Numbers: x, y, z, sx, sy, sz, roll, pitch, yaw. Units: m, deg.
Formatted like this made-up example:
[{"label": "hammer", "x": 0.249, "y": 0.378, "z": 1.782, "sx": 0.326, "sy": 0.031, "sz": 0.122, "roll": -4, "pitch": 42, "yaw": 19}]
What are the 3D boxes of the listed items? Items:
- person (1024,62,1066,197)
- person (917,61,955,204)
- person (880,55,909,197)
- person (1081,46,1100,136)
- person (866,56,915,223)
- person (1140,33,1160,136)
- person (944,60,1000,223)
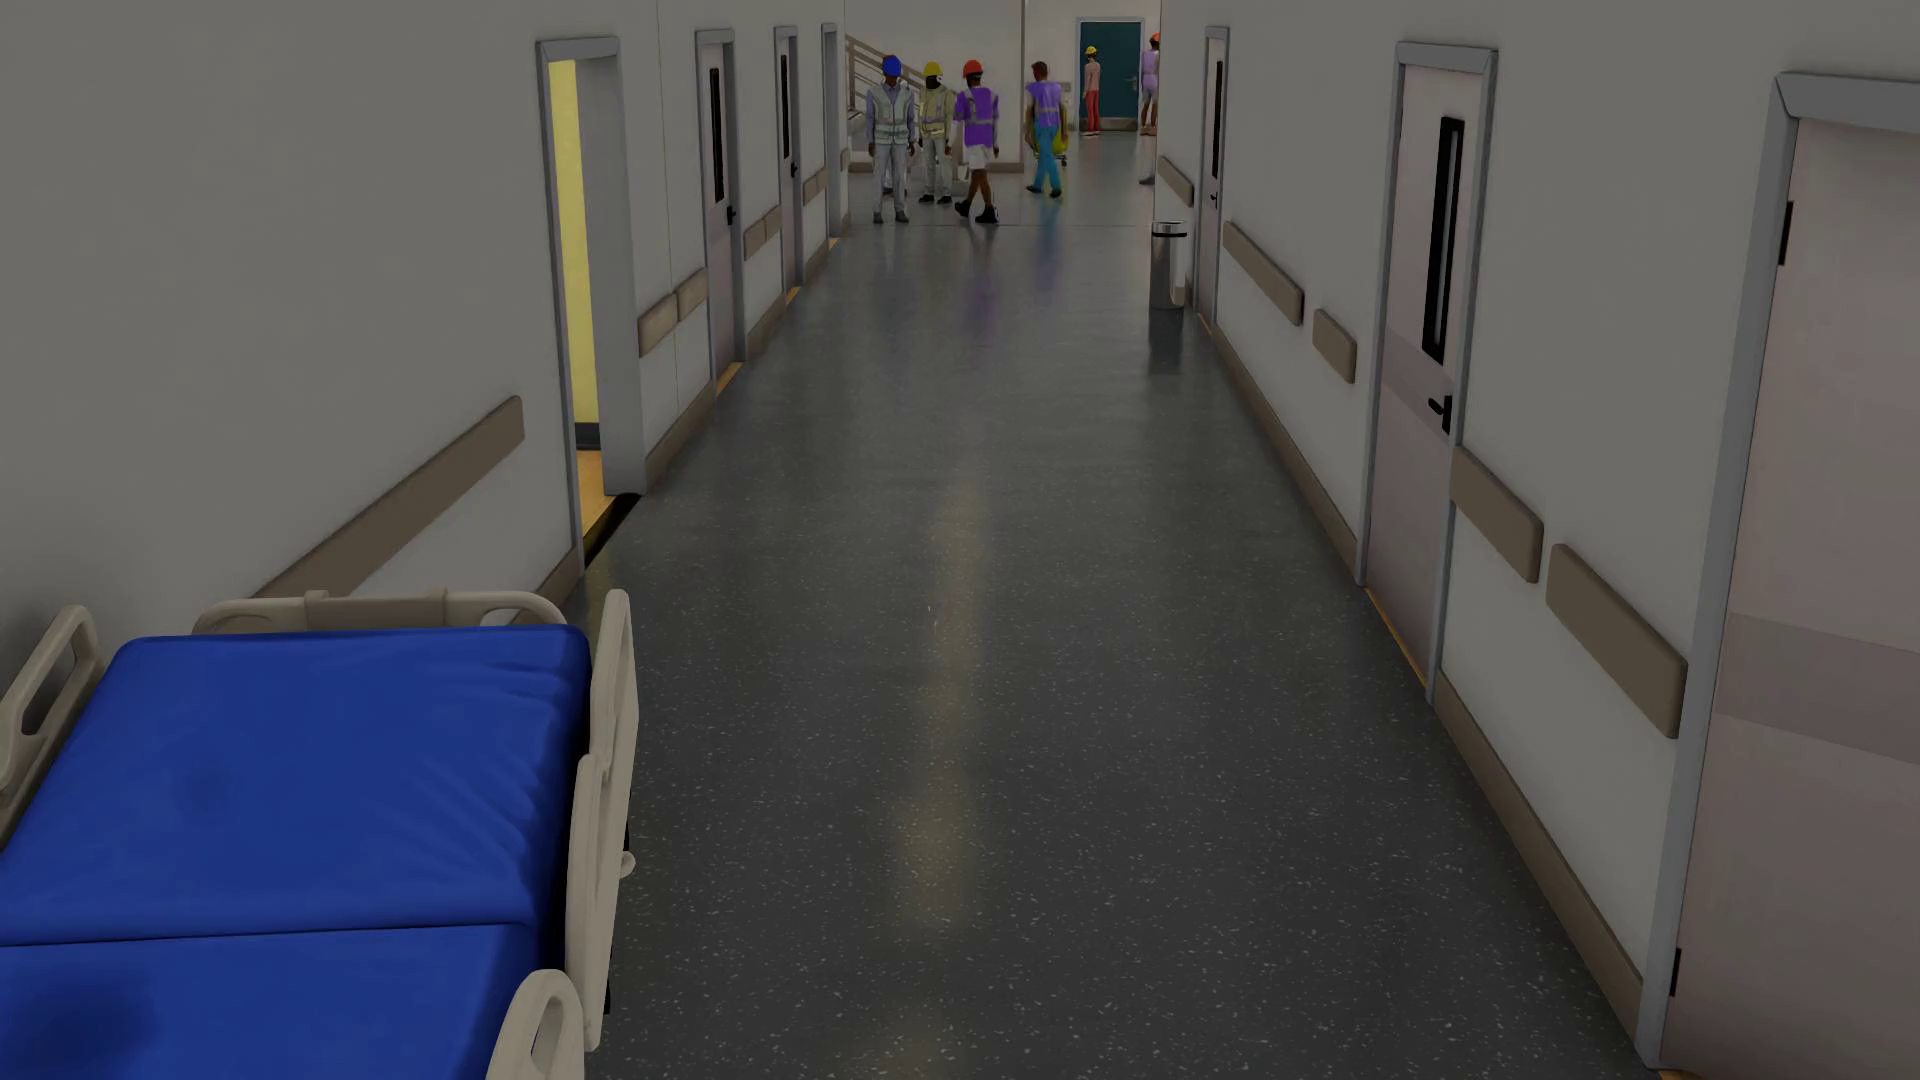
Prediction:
[{"label": "person", "x": 1.184, "y": -5.608, "z": 22.734, "sx": 0.561, "sy": 1.792, "sz": 0.943, "roll": -12, "pitch": 21, "yaw": -34}, {"label": "person", "x": -0.330, "y": -5.336, "z": 21.829, "sx": 0.589, "sy": 1.823, "sz": 0.404, "roll": 14, "pitch": 22, "yaw": 37}, {"label": "person", "x": -0.915, "y": -5.617, "z": 22.599, "sx": 0.337, "sy": 1.882, "sz": 0.584, "roll": -14, "pitch": 23, "yaw": -38}, {"label": "person", "x": 2.652, "y": -9.108, "z": 33.765, "sx": 0.313, "sy": 1.769, "sz": 0.523, "roll": 12, "pitch": 21, "yaw": 33}, {"label": "person", "x": -0.819, "y": -4.751, "z": 19.792, "sx": 0.605, "sy": 1.937, "sz": 0.415, "roll": -5, "pitch": 18, "yaw": -15}, {"label": "person", "x": 3.922, "y": -9.202, "z": 33.644, "sx": 0.409, "sy": 2.029, "sz": 0.612, "roll": -16, "pitch": 24, "yaw": -41}, {"label": "person", "x": 0.151, "y": -4.782, "z": 19.978, "sx": 0.578, "sy": 1.872, "sz": 0.992, "roll": -12, "pitch": 21, "yaw": -34}]
